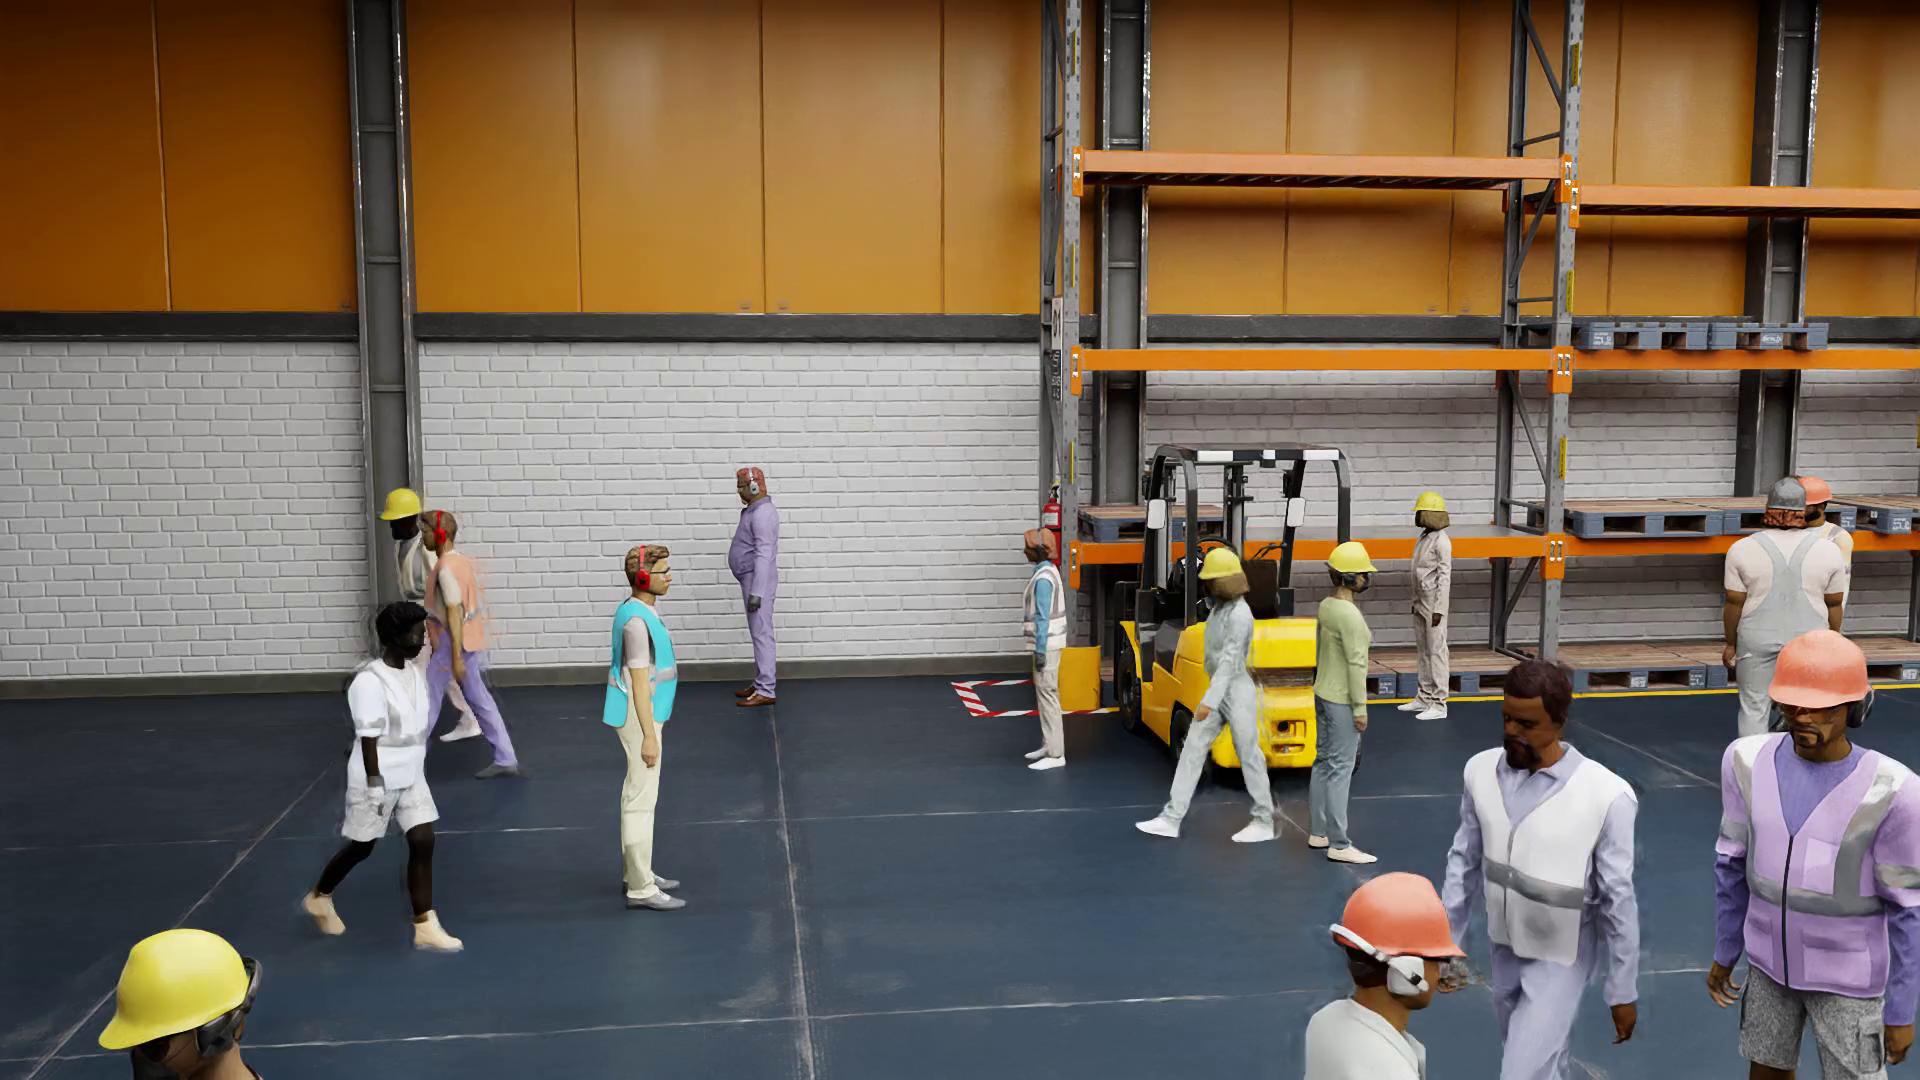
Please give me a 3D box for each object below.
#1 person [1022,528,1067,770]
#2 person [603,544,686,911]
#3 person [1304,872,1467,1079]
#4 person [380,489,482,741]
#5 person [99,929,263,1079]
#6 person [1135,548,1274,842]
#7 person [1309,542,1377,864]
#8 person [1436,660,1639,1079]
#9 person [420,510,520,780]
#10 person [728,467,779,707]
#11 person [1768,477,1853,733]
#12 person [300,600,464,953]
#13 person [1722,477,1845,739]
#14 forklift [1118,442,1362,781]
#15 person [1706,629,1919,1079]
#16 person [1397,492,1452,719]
[{"bbox_3d":[0.568,0.728,11.230,0.315,1.631,0.516,1,7,6],"label":"person"},{"bbox_3d":[-1.615,0.938,8.440,0.388,1.847,0.563,-1,7,-12],"label":"person"},{"bbox_3d":[0.839,1.565,3.596,0.914,1.704,0.561,1,7,8],"label":"person"},{"bbox_3d":[-3.764,0.570,11.583,0.961,1.860,0.693,-5,8,-40],"label":"person"},{"bbox_3d":[-1.410,1.588,3.189,0.524,1.751,0.368,6,9,44],"label":"person"},{"bbox_3d":[1.418,0.898,9.422,0.888,1.690,0.489,-2,7,-16],"label":"person"},{"bbox_3d":[2.128,0.889,9.221,0.322,1.769,0.523,-1,7,-8],"label":"person"},{"bbox_3d":[1.685,1.301,5.097,0.814,1.881,0.632,-4,7,-29],"label":"person"},{"bbox_3d":[-3.352,0.697,10.786,0.992,1.787,0.588,-1,7,-7],"label":"person"},{"bbox_3d":[-1.636,0.365,13.230,0.407,1.904,0.639,-1,7,-7],"label":"person"},{"bbox_3d":[6.029,0.510,11.848,0.374,1.928,0.542,-3,7,-25],"label":"person"},{"bbox_3d":[-2.748,1.097,7.835,0.816,1.663,0.528,2,7,19],"label":"person"},{"bbox_3d":[5.103,0.623,10.369,0.674,2.000,0.535,2,7,20],"label":"person"},{"bbox_3d":[1.912,0.418,11.496,1.214,2.155,2.313,-1,7,-8],"label":"forklift"},{"bbox_3d":[2.502,1.259,4.903,0.461,2.029,0.618,-4,8,-31],"label":"person"},{"bbox_3d":[3.582,0.498,12.748,0.296,1.745,0.485,-1,7,-7],"label":"person"}]
